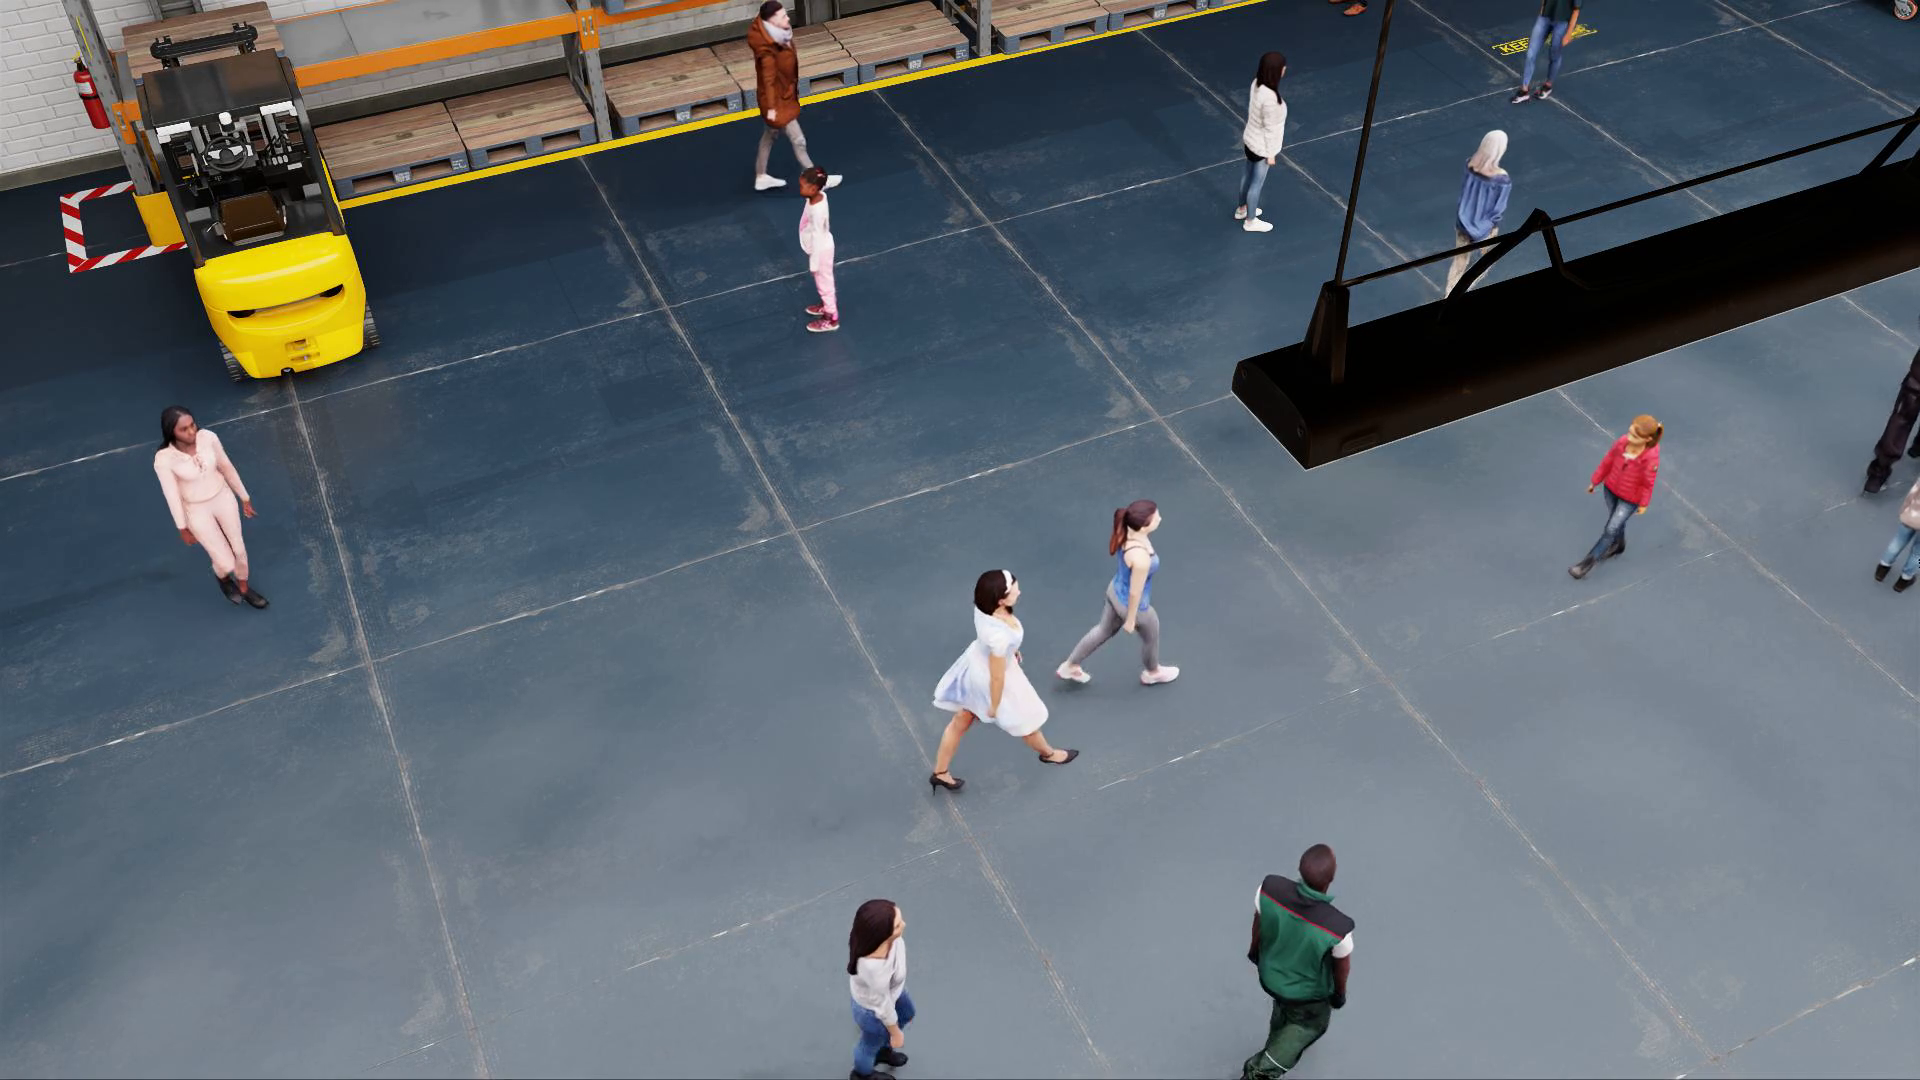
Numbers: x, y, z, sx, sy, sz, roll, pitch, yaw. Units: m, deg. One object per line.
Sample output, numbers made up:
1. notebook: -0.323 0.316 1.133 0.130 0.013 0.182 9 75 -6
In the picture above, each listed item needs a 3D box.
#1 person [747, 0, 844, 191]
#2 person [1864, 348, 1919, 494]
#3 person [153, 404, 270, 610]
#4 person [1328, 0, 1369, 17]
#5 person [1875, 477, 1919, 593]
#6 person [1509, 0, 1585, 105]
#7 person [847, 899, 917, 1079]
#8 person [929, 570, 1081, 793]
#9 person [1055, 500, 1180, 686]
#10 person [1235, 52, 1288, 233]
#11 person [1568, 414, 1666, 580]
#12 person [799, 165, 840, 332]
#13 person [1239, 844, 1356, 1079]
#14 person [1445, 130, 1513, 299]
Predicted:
1. person: -1.683 -3.831 14.547 1.114 1.803 0.912 -6 44 -6
2. person: 6.814 -1.082 11.677 1.278 1.782 0.919 -30 51 -28
3. person: -4.930 -0.208 10.814 0.827 1.707 0.749 25 49 24
4. person: 4.197 -6.355 17.199 0.585 1.799 0.699 -14 45 -14
5. person: 6.459 -0.145 11.119 0.550 1.194 0.535 -34 53 -31
6. person: 5.742 -4.966 15.888 0.894 1.596 0.751 -34 53 -31
7. person: -0.494 2.280 8.267 0.714 1.616 0.719 -2 44 -3
8. person: 0.094 0.866 9.648 1.218 1.759 0.762 -11 45 -11
9. person: 0.975 0.374 10.295 1.095 1.579 0.738 -9 44 -9
10. person: 2.572 -3.419 14.234 0.615 1.638 0.660 -9 44 -9
11. person: 4.537 -0.337 11.250 0.839 1.291 0.564 -21 47 -20
12. person: -1.113 -2.341 13.239 0.575 1.449 0.586 -5 44 -5
13. person: 1.615 2.191 8.214 1.037 1.819 0.888 -34 53 -31
14. person: 4.030 -2.438 13.170 0.705 1.685 0.678 -27 50 -25
